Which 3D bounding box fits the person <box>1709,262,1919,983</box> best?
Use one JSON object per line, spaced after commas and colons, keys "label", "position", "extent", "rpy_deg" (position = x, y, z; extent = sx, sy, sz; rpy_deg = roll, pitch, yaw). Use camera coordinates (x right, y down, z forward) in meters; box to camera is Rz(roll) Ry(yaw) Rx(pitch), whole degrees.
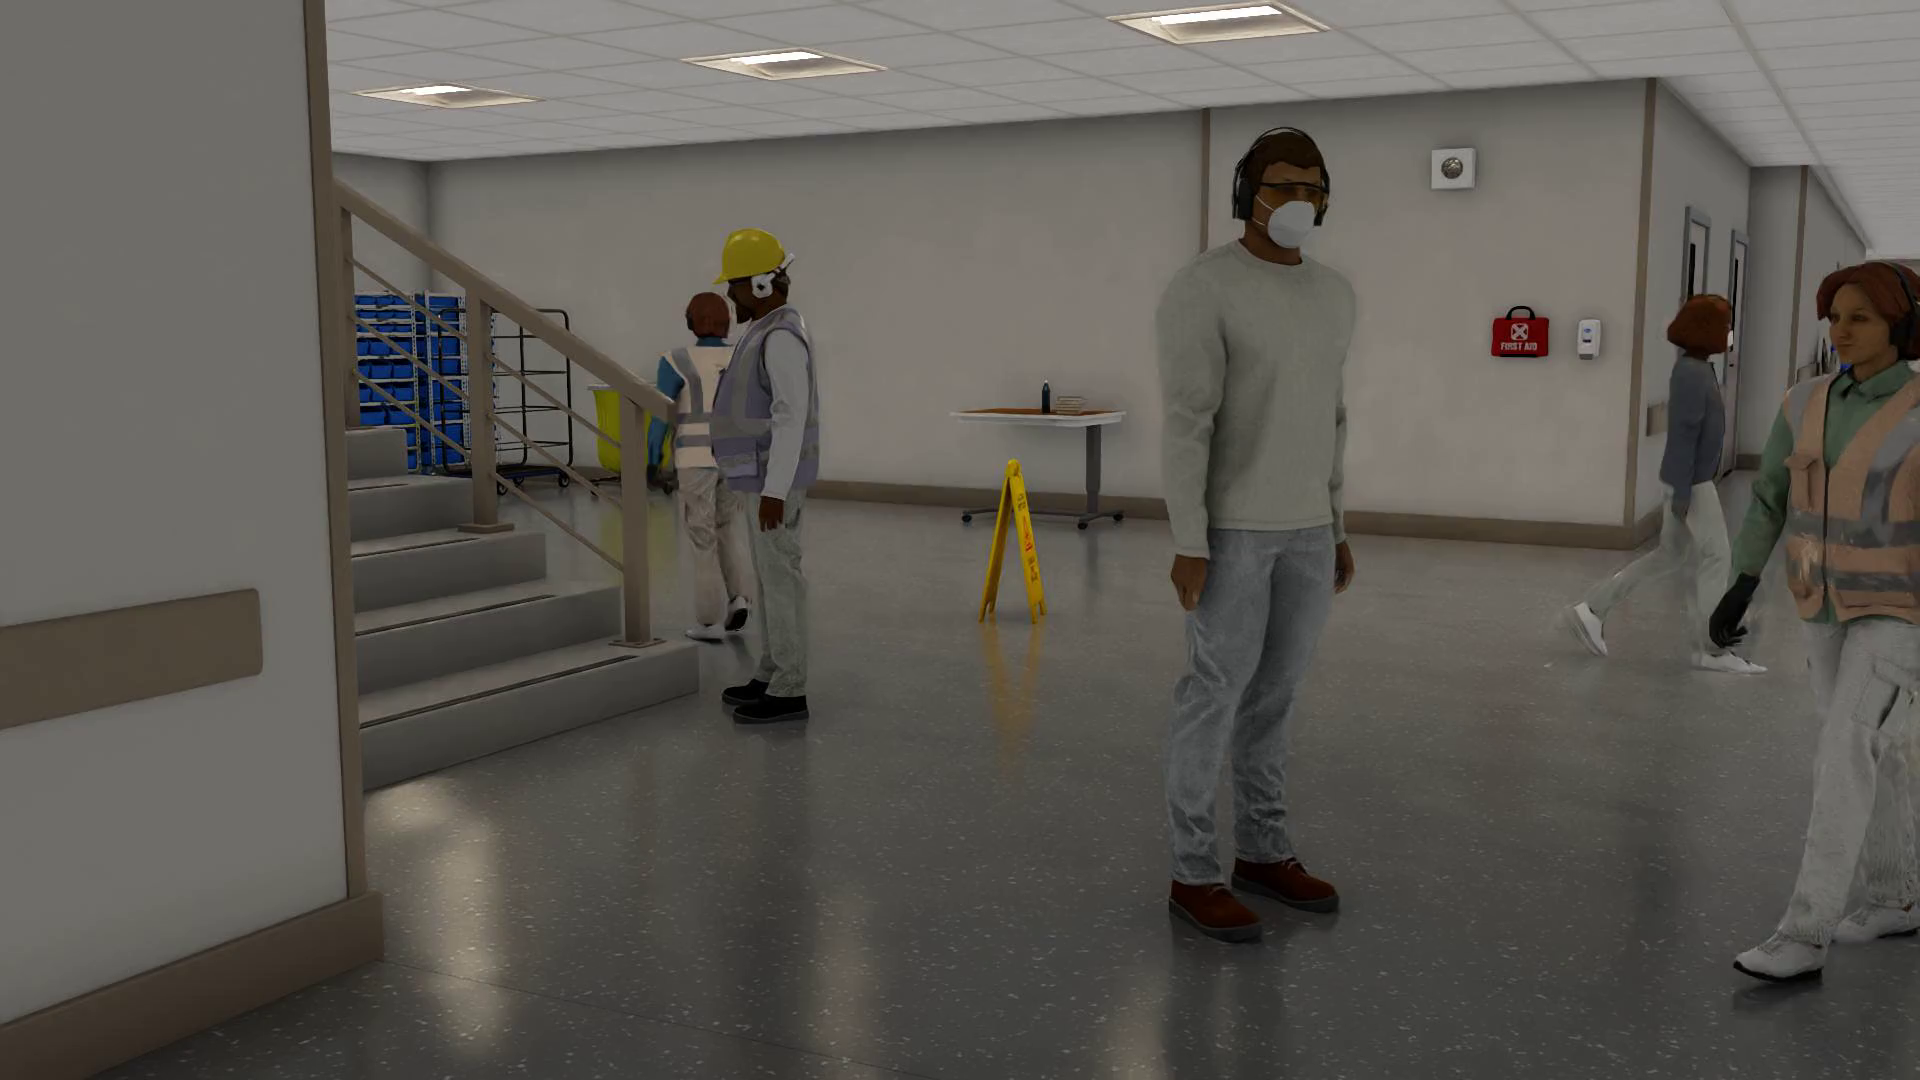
{"label": "person", "position": [1.983, 0.185, 3.807], "extent": [0.783, 1.606, 0.529], "rpy_deg": [-2, 8, -17]}

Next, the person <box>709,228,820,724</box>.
{"label": "person", "position": [-0.725, -0.234, 6.189], "extent": [0.403, 1.822, 0.588], "rpy_deg": [-2, 8, -12]}

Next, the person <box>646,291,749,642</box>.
{"label": "person", "position": [-1.177, -0.335, 7.733], "extent": [0.531, 1.626, 0.380], "rpy_deg": [-6, 9, -38]}

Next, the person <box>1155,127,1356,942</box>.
{"label": "person", "position": [0.739, -0.016, 4.076], "extent": [0.630, 1.936, 0.366], "rpy_deg": [-6, 9, -38]}

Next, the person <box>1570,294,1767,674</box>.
{"label": "person", "position": [3.050, -0.245, 7.117], "extent": [0.741, 1.610, 0.505], "rpy_deg": [3, 8, 23]}
